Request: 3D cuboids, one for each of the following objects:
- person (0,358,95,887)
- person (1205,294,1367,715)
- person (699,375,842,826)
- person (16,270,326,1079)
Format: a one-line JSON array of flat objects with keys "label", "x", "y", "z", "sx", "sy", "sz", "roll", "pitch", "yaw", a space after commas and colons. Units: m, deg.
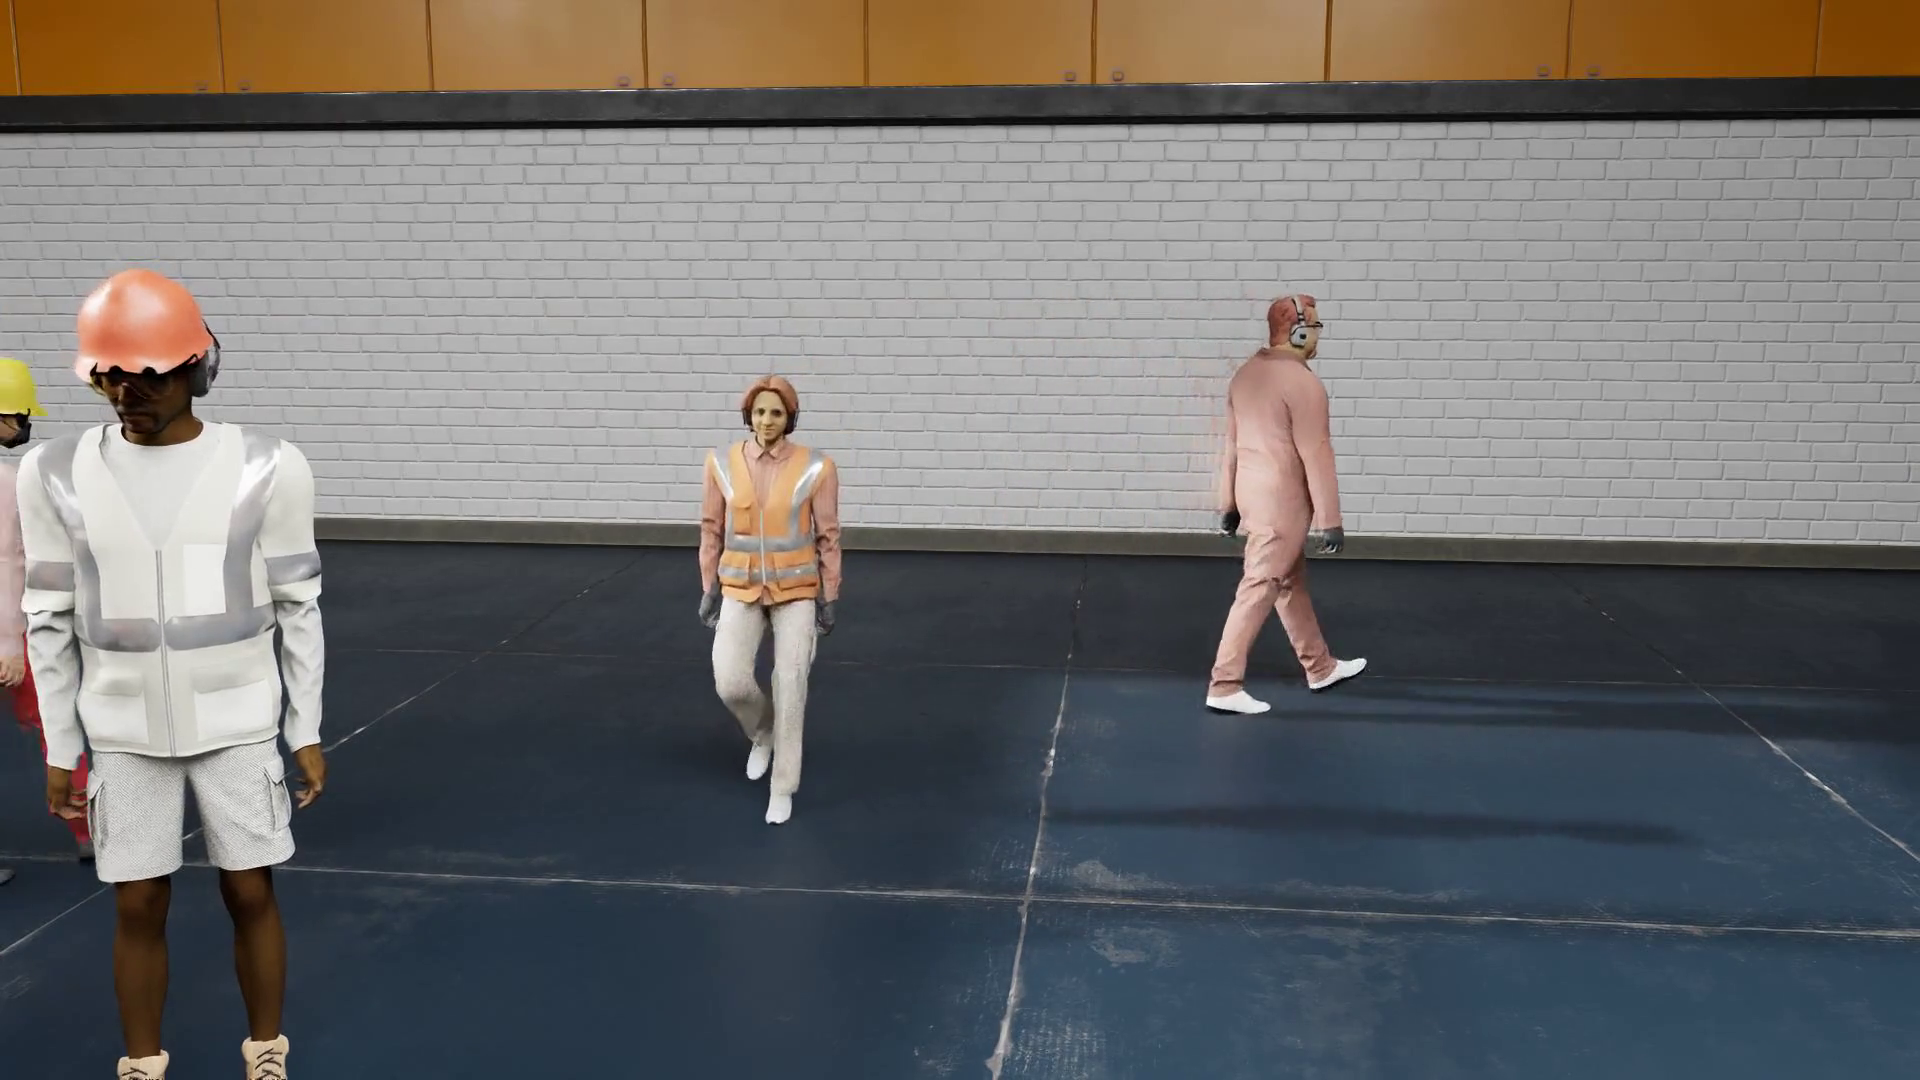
[{"label": "person", "x": -3.058, "y": 0.270, "z": 5.436, "sx": 0.556, "sy": 1.717, "sz": 0.823, "roll": 6, "pitch": 12, "yaw": 32}, {"label": "person", "x": 1.512, "y": -0.153, "z": 7.481, "sx": 0.966, "sy": 1.870, "sz": 0.666, "roll": -3, "pitch": 10, "yaw": -17}, {"label": "person", "x": -0.689, "y": 0.203, "z": 6.111, "sx": 0.537, "sy": 1.624, "sz": 0.455, "roll": 1, "pitch": 10, "yaw": 6}, {"label": "person", "x": -1.730, "y": 0.425, "z": 3.708, "sx": 0.609, "sy": 2.030, "sz": 0.409, "roll": -3, "pitch": 10, "yaw": -15}]
